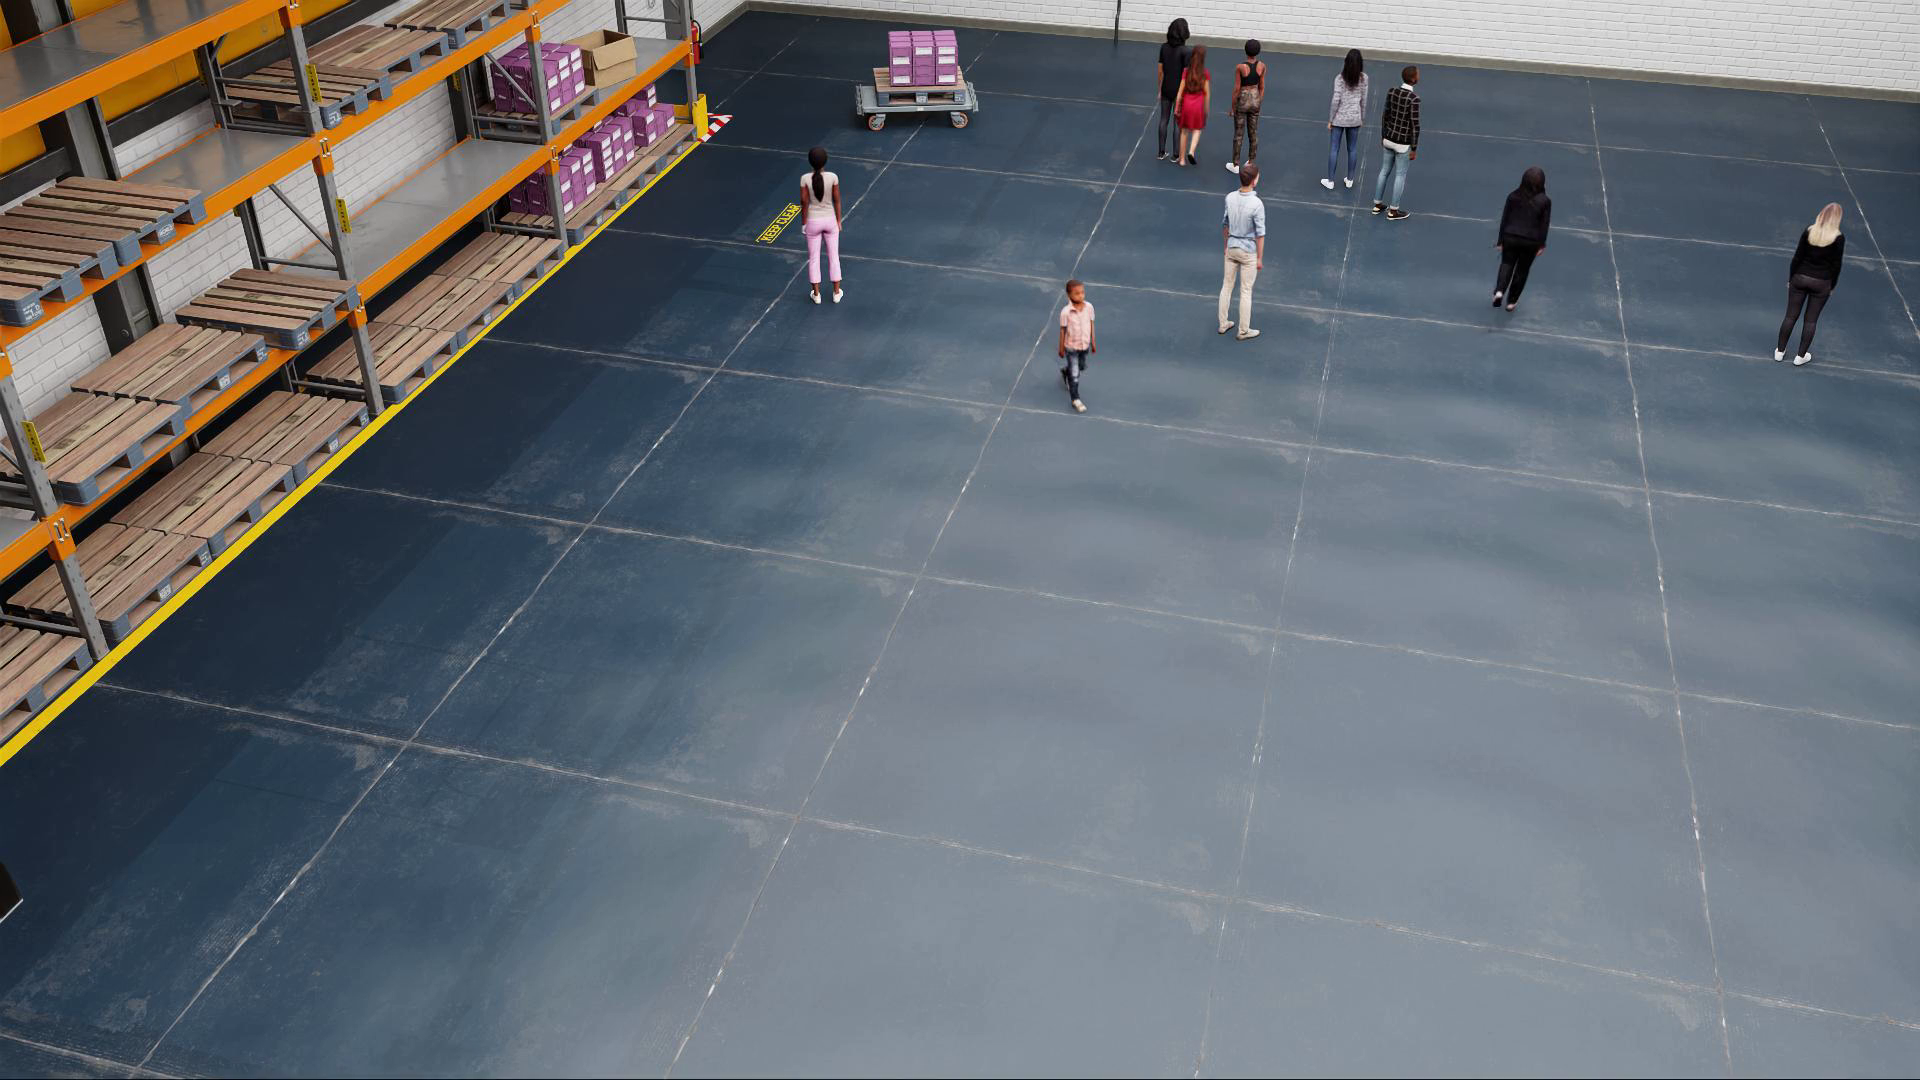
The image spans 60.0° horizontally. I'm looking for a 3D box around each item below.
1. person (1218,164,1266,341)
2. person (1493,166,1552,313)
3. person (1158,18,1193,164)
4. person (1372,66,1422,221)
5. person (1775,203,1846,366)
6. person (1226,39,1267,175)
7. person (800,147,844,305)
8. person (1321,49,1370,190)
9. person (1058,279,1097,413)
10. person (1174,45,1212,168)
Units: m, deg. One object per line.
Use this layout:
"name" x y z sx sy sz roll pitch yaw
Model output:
"person" 2.894 -2.965 17.084 0.733 1.847 0.729 29 43 36
"person" 5.913 -3.127 17.545 0.735 1.605 0.838 16 37 23
"person" 2.737 -5.773 21.318 0.695 1.836 0.665 24 41 32
"person" 5.204 -4.734 19.771 0.767 1.819 0.738 -23 40 -30
"person" 8.500 -2.559 16.619 0.682 1.685 0.672 24 41 32
"person" 3.627 -5.489 21.013 0.661 1.700 0.673 -7 34 -11
"person" -1.485 -3.373 17.794 0.651 1.741 0.637 -5 34 -7
"person" 4.776 -5.209 20.563 0.680 1.733 0.657 -5 34 -7
"person" 1.101 -1.917 16.004 0.802 1.297 0.893 -14 36 -20
"person" 2.975 -5.483 21.147 0.641 1.543 0.766 2 34 4
